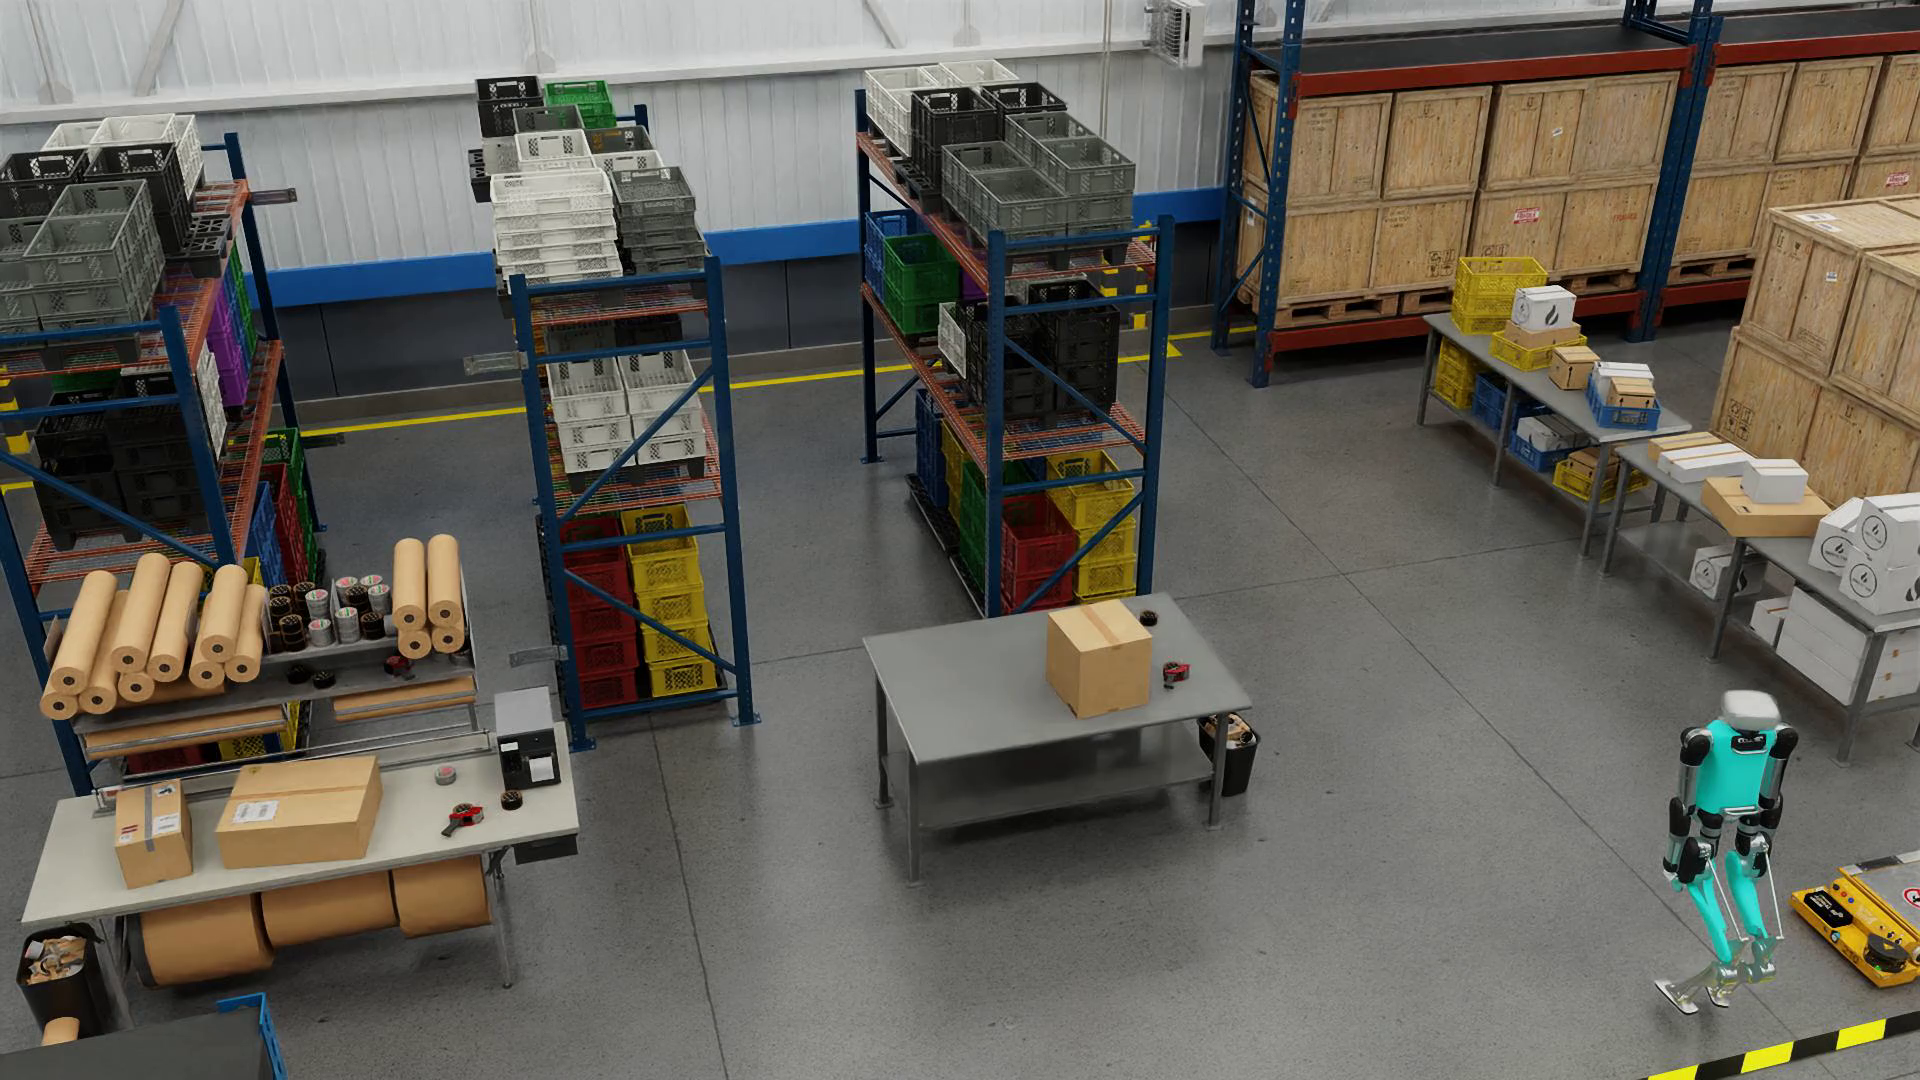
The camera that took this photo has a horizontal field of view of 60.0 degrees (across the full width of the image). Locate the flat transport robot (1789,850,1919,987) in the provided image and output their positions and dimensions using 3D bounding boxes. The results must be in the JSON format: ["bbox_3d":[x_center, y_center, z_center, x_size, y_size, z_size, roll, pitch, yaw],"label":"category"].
[{"bbox_3d":[5.163,1.916,8.676,1.431,0.231,0.659,-8,30,-14],"label":"flat transport robot"}]

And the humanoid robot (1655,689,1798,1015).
[{"bbox_3d":[3.596,1.547,7.681,0.533,1.677,0.735,-3,29,-6],"label":"humanoid robot"}]
